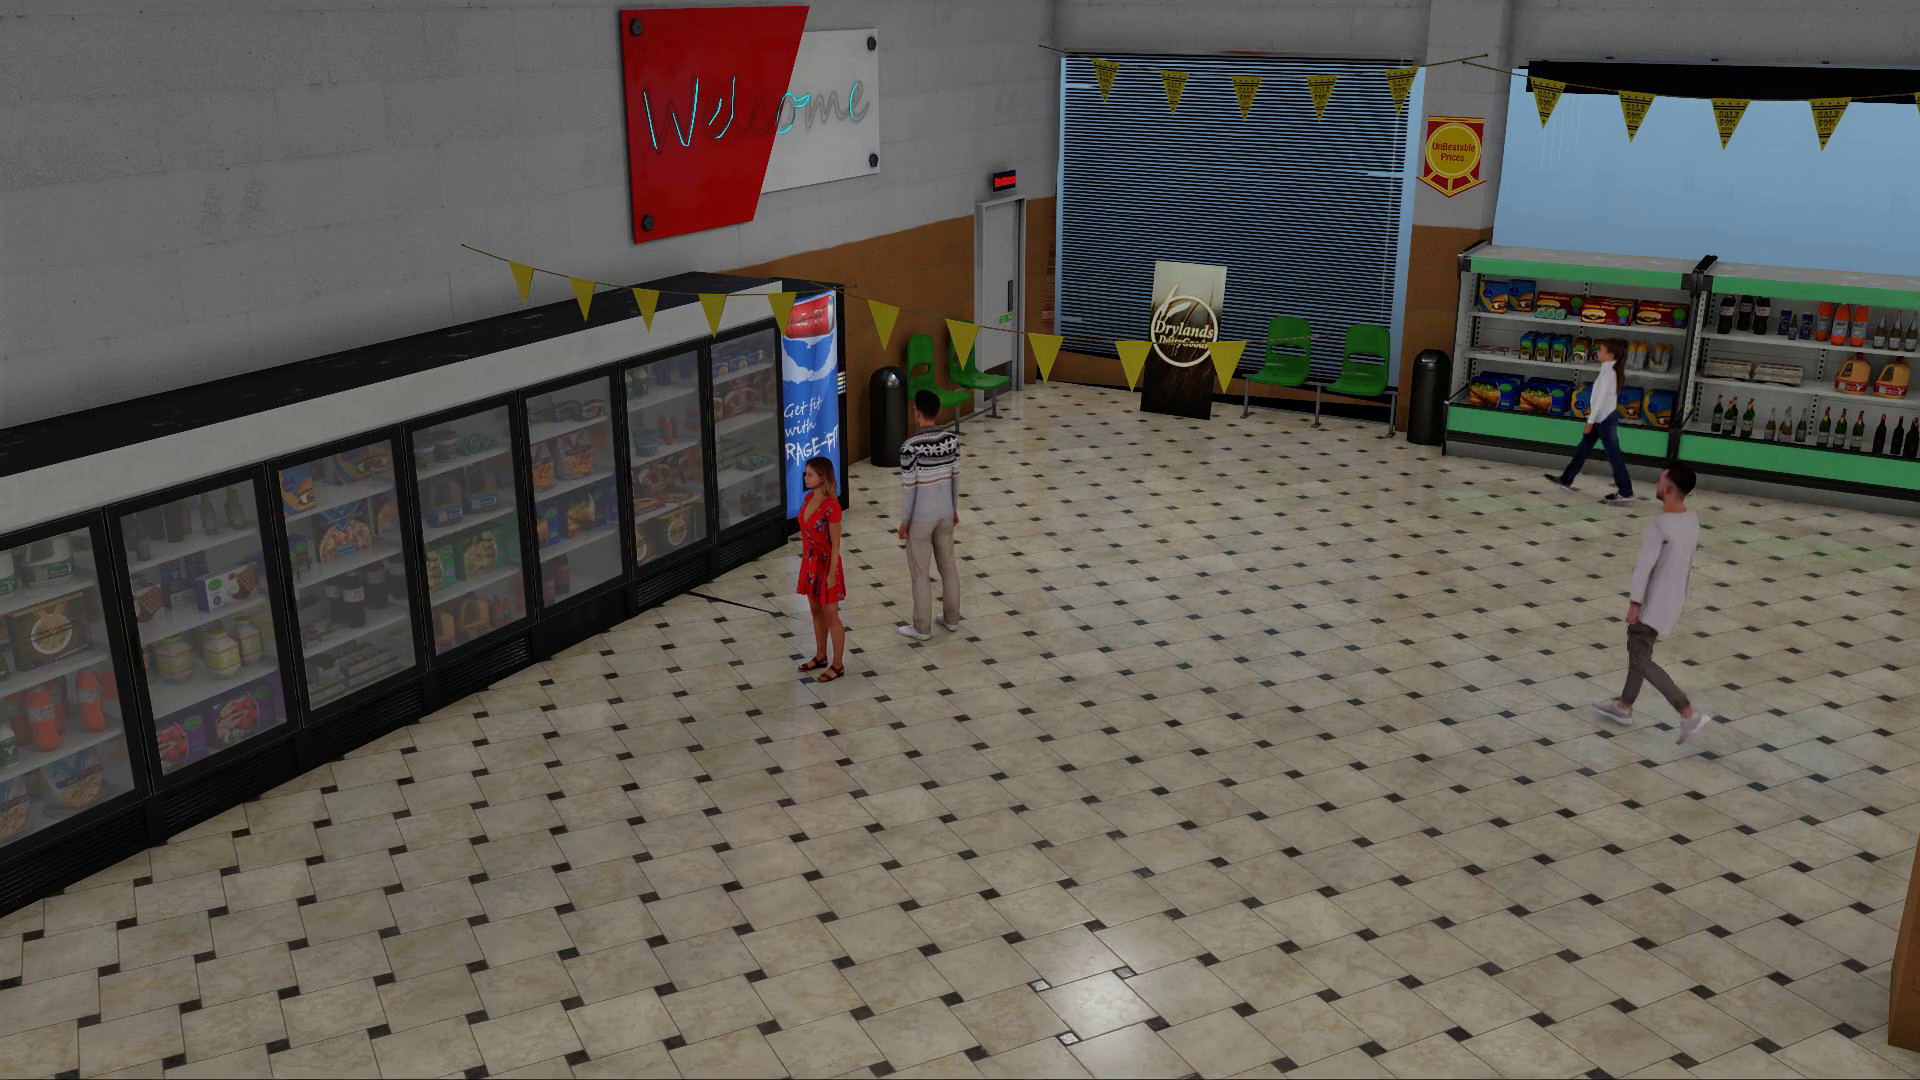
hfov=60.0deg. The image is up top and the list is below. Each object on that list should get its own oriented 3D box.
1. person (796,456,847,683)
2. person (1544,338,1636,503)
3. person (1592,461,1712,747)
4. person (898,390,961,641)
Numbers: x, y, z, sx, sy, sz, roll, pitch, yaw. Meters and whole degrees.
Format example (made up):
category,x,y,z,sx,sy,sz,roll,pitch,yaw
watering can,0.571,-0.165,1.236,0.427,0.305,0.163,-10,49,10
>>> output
category,x,y,z,sx,sy,sz,roll,pitch,yaw
person,-0.947,0.187,11.528,0.709,1.593,0.600,-14,23,-35
person,6.054,-1.077,15.401,1.056,1.514,0.540,10,21,27
person,4.459,0.416,10.497,0.921,1.818,1.163,-14,23,-36
person,-0.222,-0.187,12.221,0.754,1.860,0.689,-15,24,-37
